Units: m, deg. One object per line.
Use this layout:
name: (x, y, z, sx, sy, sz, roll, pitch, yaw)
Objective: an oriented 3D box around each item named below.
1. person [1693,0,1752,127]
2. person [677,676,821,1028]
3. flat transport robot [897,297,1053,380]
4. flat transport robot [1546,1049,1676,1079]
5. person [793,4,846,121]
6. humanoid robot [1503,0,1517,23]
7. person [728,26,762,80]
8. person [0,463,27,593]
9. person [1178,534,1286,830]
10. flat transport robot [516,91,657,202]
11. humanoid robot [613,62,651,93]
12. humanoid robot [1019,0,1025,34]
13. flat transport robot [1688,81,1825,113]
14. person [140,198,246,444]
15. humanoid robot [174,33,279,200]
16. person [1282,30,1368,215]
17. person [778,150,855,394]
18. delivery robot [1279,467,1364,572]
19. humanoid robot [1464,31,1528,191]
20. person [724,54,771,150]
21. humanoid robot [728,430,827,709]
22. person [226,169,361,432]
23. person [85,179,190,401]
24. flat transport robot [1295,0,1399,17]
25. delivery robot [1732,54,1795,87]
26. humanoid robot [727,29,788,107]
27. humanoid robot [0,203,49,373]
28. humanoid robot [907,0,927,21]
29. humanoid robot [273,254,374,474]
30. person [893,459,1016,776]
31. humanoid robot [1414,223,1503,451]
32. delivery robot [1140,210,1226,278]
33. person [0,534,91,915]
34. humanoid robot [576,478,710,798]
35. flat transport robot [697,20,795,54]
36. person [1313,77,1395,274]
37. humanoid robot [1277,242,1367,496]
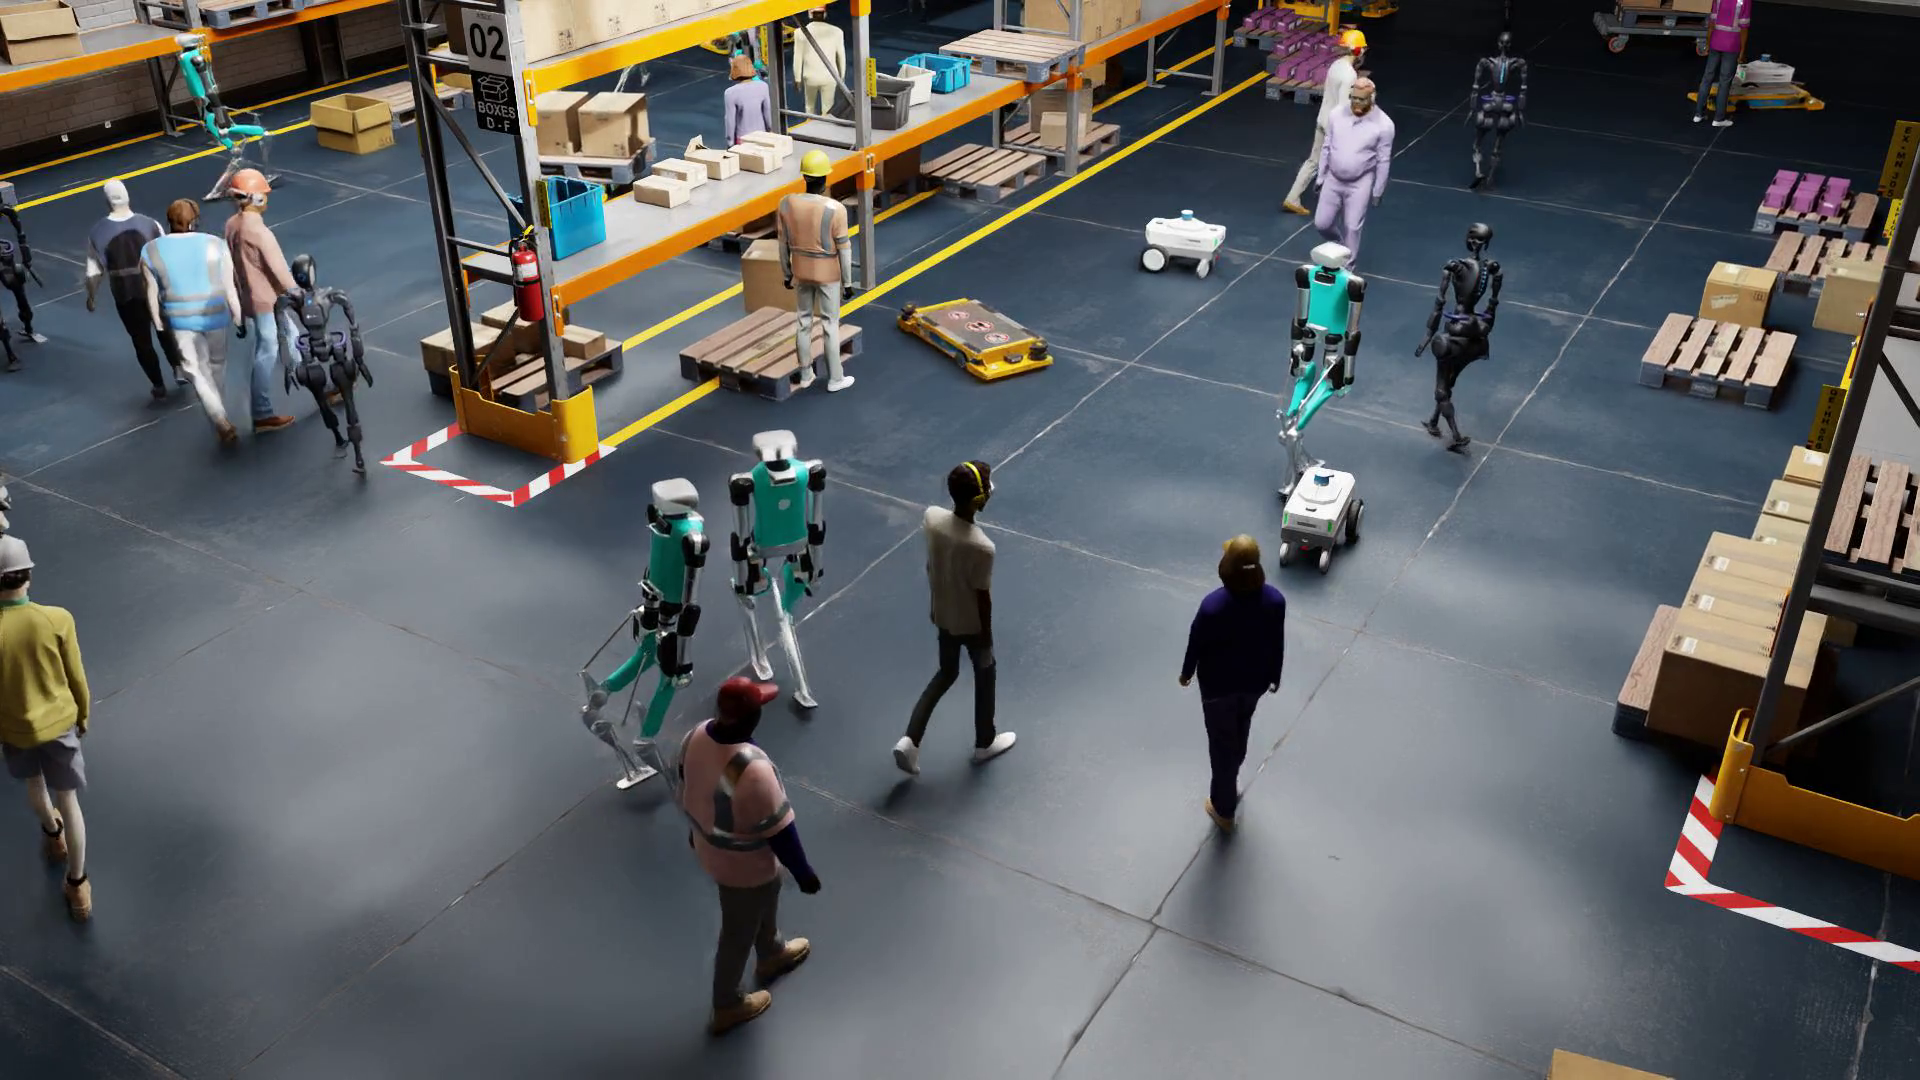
person: (9.054, -5.827, 19.646, 0.338, 1.847, 0.506, -19, 35, -31)
person: (-0.846, 1.315, 7.137, 0.706, 1.729, 0.620, -17, 34, -27)
flat transport robot: (0.106, -1.720, 13.984, 0.659, 0.231, 1.431, -17, 34, -28)
flat transport robot: (1.944, 2.806, 5.978, 0.659, 0.231, 1.431, 10, 31, 18)
person: (-1.587, -5.266, 18.770, 0.594, 1.720, 0.777, -4, 30, -7)
humanoid robot: (8.236, -8.525, 24.659, 0.590, 1.646, 0.788, 4, 30, 6)
person: (-2.830, -6.943, 21.532, 0.487, 1.942, 0.436, 3, 30, 6)
person: (-5.922, -0.296, 9.758, 0.601, 1.956, 0.384, -16, 33, -26)
person: (1.345, 0.662, 8.403, 0.477, 1.597, 0.650, -7, 30, -12)
flat transport robot: (-3.957, -3.874, 17.795, 0.659, 0.231, 1.431, 4, 30, 7)
humanoid robot: (-4.190, -6.517, 21.022, 0.530, 1.781, 0.990, 19, 35, 30)
humanoid robot: (1.058, -6.489, 21.050, 0.573, 1.885, 0.718, 7, 30, 12)
flat transport robot: (9.908, -5.511, 20.690, 1.431, 0.231, 0.659, -2, 30, -3)
person: (-5.580, -1.590, 12.216, 0.636, 1.796, 0.844, -15, 33, -24)
humanoid robot: (-7.560, -4.425, 17.338, 1.029, 1.765, 0.537, -26, 39, -38)
person: (3.753, -4.176, 16.739, 0.903, 1.852, 0.564, -9, 31, -15)
person: (-1.105, -2.078, 12.934, 0.593, 1.925, 0.372, 11, 31, 18)
delivery robot: (2.367, -0.182, 10.986, 0.499, 0.607, 0.808, 12, 32, 20)
humanoid robot: (5.631, -4.482, 17.439, 0.609, 1.642, 0.386, 4, 30, 8)
person: (-2.124, -4.051, 16.731, 0.503, 1.628, 0.277, -17, 34, -28)
humanoid robot: (-1.074, 0.097, 9.283, 0.533, 1.742, 0.871, -13, 32, -21)
person: (-5.043, -1.804, 12.432, 0.981, 1.937, 0.653, -22, 36, -34)
person: (-6.340, -1.915, 12.836, 0.742, 1.743, 0.491, -18, 34, -29)
flat transport robot: (5.938, -8.238, 25.514, 1.431, 0.231, 0.659, 21, 36, 32)
delivery robot: (10.042, -5.797, 20.889, 0.751, 0.579, 0.506, -1, 30, -2)
humanoid robot: (-2.362, -5.768, 19.690, 0.997, 1.774, 0.531, -17, 34, -27)
humanoid robot: (-7.852, -2.237, 13.530, 0.594, 1.622, 0.759, -17, 34, -28)
humanoid robot: (-0.679, -8.563, 24.681, 0.600, 1.638, 0.615, -5, 30, -9)
humanoid robot: (-4.489, -1.242, 11.743, 0.602, 1.622, 0.771, -7, 30, -12)
person: (-0.034, 0.430, 8.582, 0.522, 1.844, 0.721, 24, 37, 36)
humanoid robot: (3.687, -1.460, 12.153, 0.645, 1.641, 0.621, -8, 31, -14)
delivery robot: (2.075, -2.787, 15.600, 0.785, 0.614, 0.499, 11, 31, 18)
person: (-4.365, 0.836, 7.881, 0.527, 1.827, 0.893, -12, 32, -20)
humanoid robot: (-1.649, 0.615, 8.454, 0.850, 1.831, 0.543, -18, 34, -28)
flat transport robot: (-2.929, -7.094, 23.491, 1.431, 0.231, 0.659, -21, 36, -33)
person: (3.510, -3.207, 14.962, 0.669, 1.888, 0.469, 18, 34, 29)
humanoid robot: (2.357, -1.117, 11.450, 0.880, 1.781, 0.551, -26, 38, -38)
